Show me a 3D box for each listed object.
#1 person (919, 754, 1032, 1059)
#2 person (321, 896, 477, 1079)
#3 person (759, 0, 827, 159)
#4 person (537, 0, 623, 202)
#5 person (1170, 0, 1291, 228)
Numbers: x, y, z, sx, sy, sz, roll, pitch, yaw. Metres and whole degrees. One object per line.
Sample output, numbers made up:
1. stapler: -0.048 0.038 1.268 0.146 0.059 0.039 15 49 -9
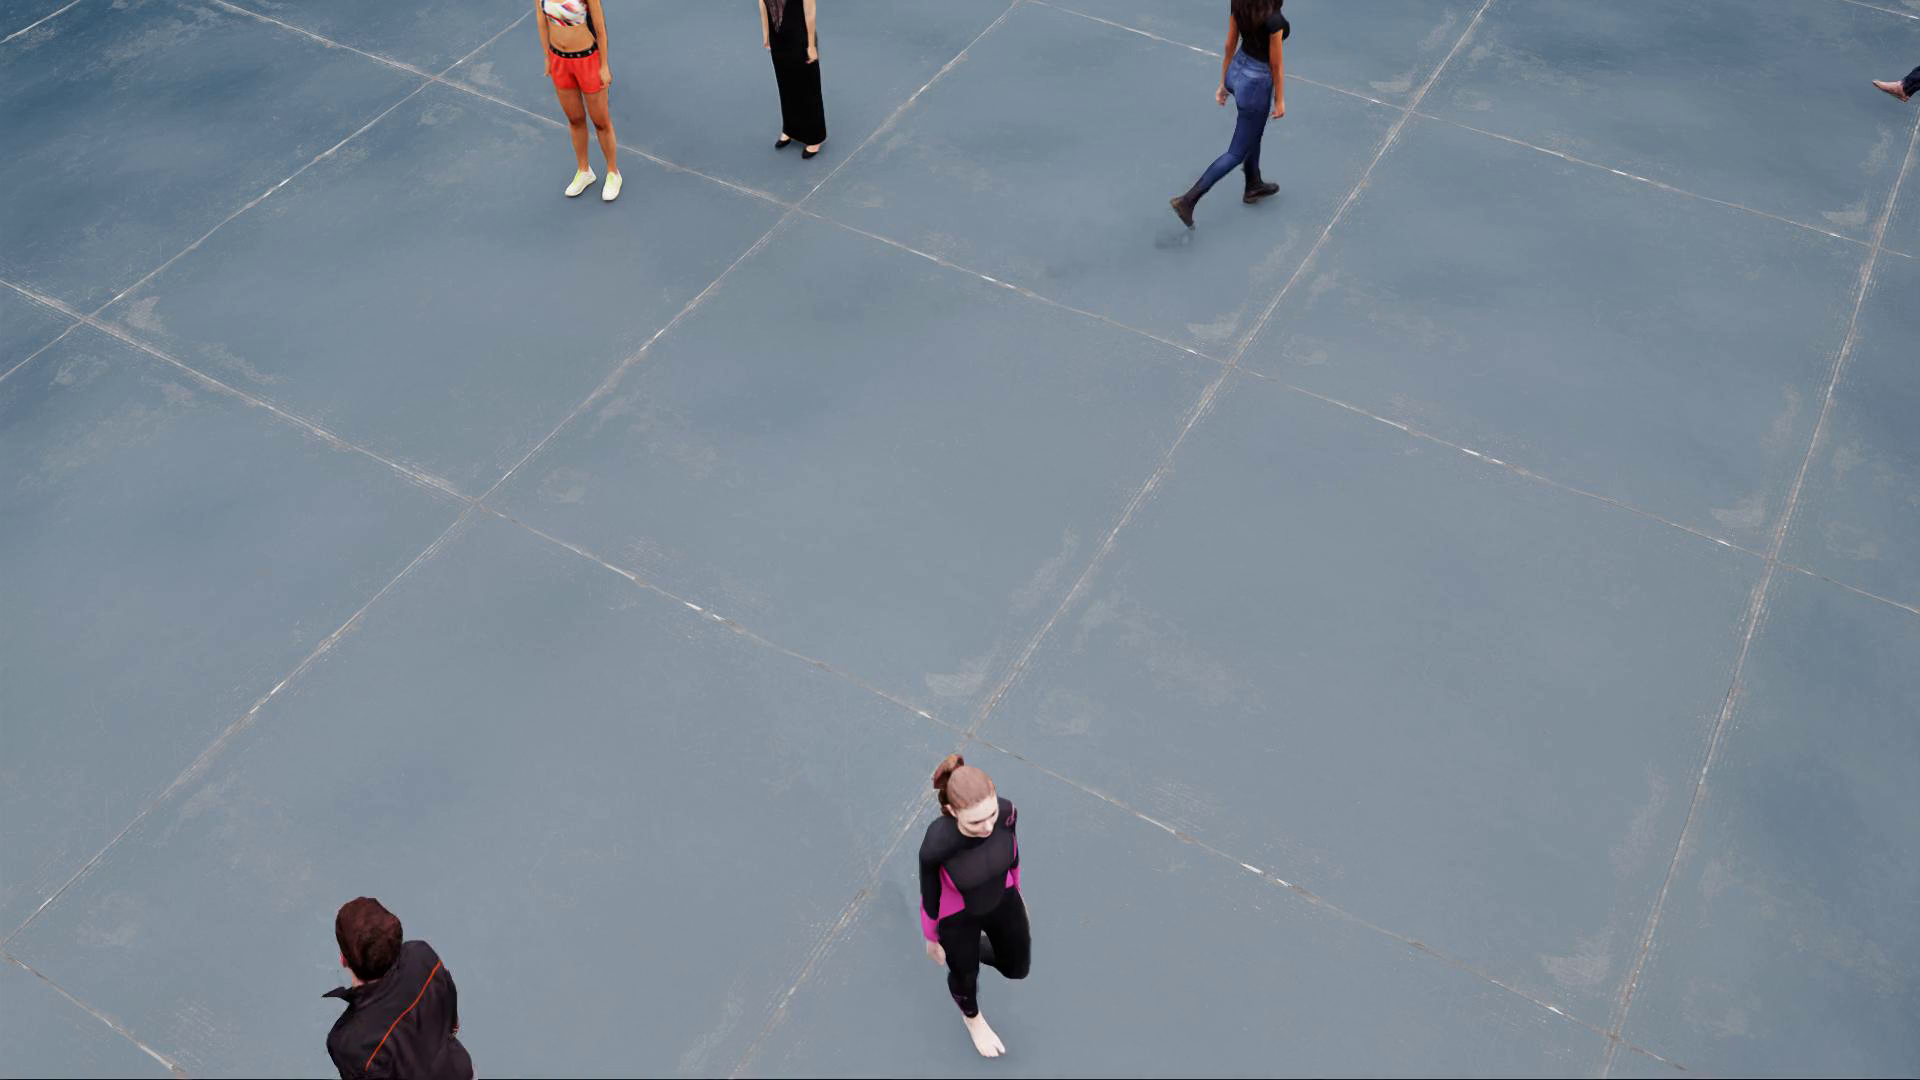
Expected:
1. person: 0.016 1.317 6.167 0.755 1.738 0.834 -23 51 -20
2. person: -1.812 1.855 5.559 0.689 1.899 0.779 3 47 3
3. person: -1.035 -3.135 10.376 0.447 1.601 0.617 22 51 19
4. person: -2.293 -2.873 10.005 0.540 1.789 0.678 12 48 10
5. person: 1.643 -2.600 9.805 1.000 1.711 1.128 -24 52 -21
